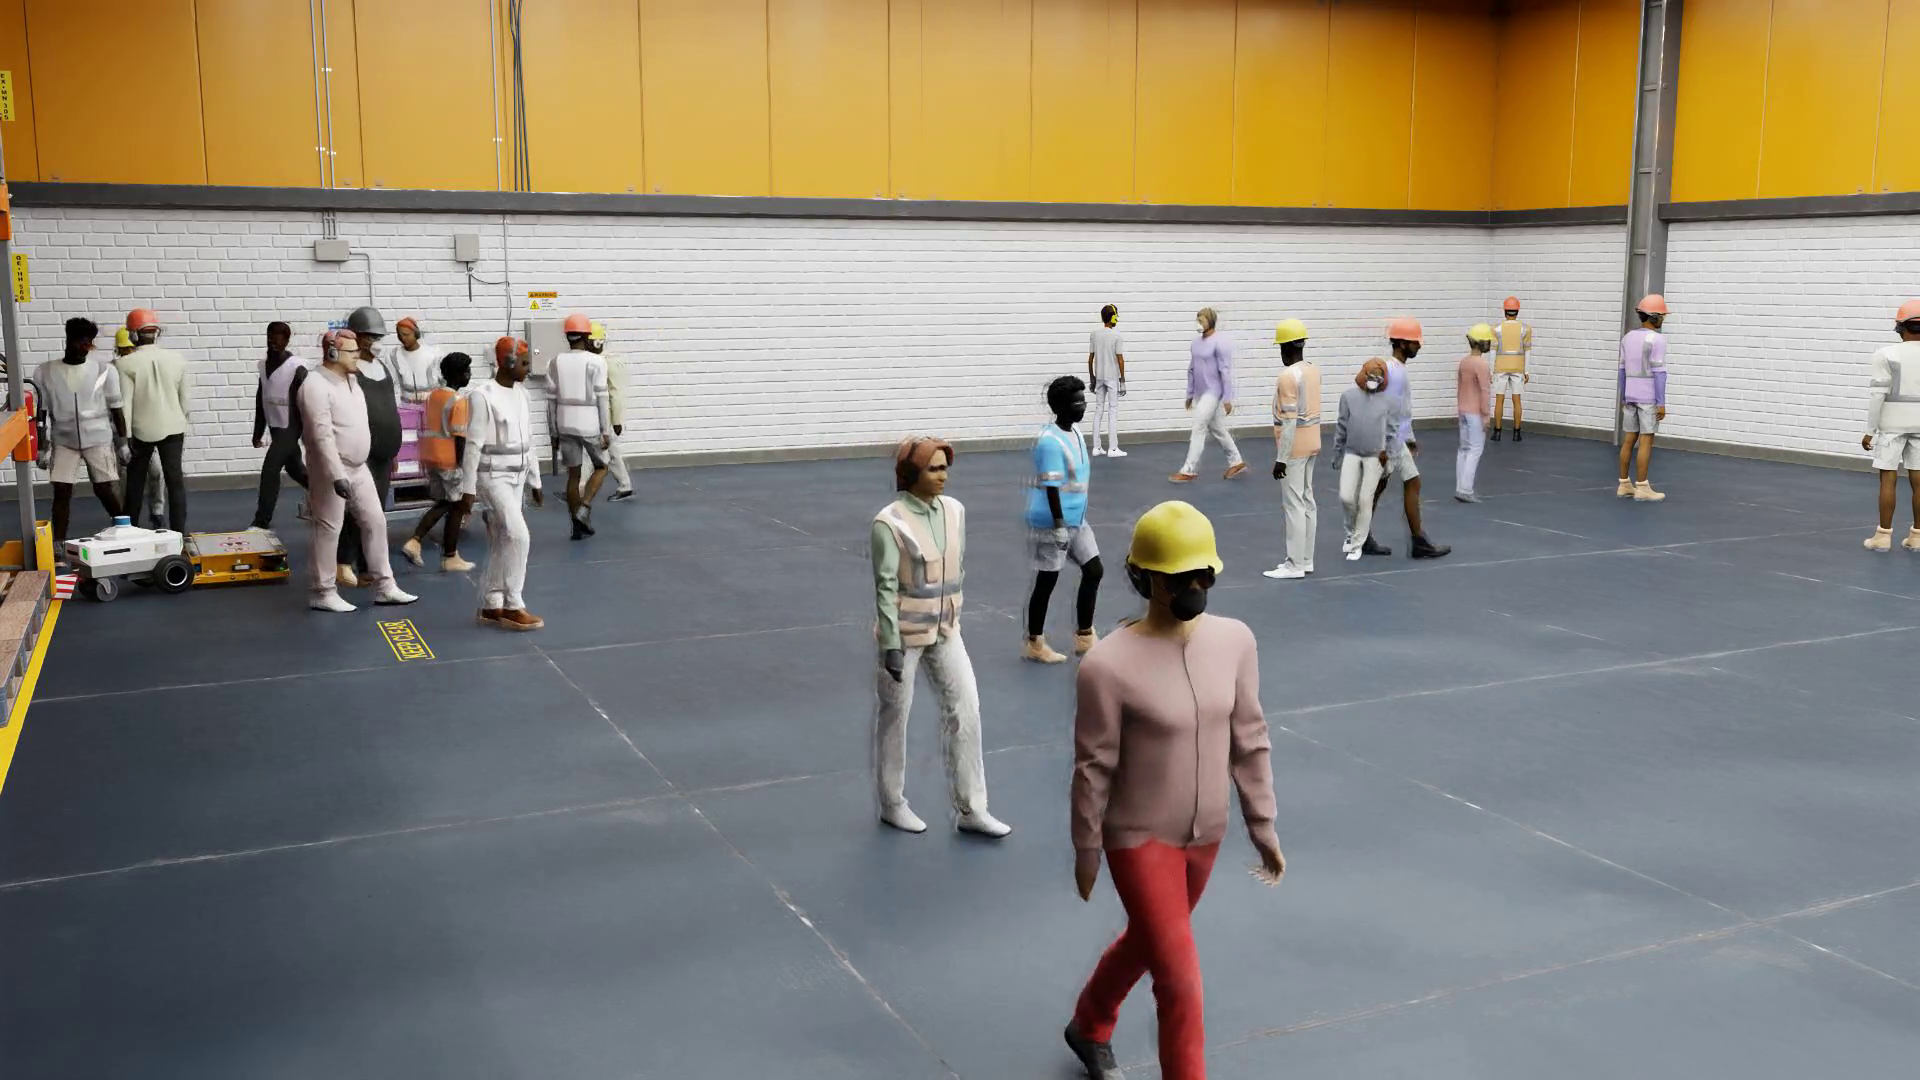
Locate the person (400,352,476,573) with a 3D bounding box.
[{"bbox_3d":[-3.890,-0.569,12.447,0.516,1.671,0.553,-9,13,-43],"label":"person"}]

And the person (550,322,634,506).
[{"bbox_3d":[-3.564,-1.218,16.141,0.951,1.782,0.607,-7,11,-36],"label":"person"}]

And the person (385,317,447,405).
[{"bbox_3d":[-5.430,-1.316,16.656,0.584,1.806,1.043,0,9,-1],"label":"person"}]

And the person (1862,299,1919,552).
[{"bbox_3d":[7.630,-0.916,13.459,0.615,2.041,0.384,1,9,4],"label":"person"}]

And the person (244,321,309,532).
[{"bbox_3d":[-5.800,-0.971,14.400,0.623,1.855,1.009,8,12,40],"label":"person"}]

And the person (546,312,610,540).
[{"bbox_3d":[-3.207,-0.956,14.066,0.556,1.921,0.411,2,9,12],"label":"person"}]

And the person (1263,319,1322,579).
[{"bbox_3d":[2.460,-0.667,12.291,0.383,1.922,0.587,6,11,32],"label":"person"}]

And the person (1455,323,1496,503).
[{"bbox_3d":[5.089,-1.250,16.402,0.319,1.769,0.533,-2,9,-10],"label":"person"}]

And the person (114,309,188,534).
[{"bbox_3d":[-6.678,-0.908,13.687,0.868,1.960,0.623,8,12,42],"label":"person"}]

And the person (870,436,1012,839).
[{"bbox_3d":[-0.084,0.404,6.563,0.704,1.611,0.546,9,13,43],"label":"person"}]

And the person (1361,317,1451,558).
[{"bbox_3d":[3.541,-0.797,13.151,0.852,1.903,0.556,1,9,7],"label":"person"}]

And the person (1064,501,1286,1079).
[{"bbox_3d":[0.501,0.729,4.266,0.521,1.717,0.934,-6,11,-33],"label":"person"}]

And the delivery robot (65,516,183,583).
[{"bbox_3d":[-5.838,0.075,11.623,0.477,0.478,0.707,8,12,40],"label":"delivery robot"}]

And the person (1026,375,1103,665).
[{"bbox_3d":[0.666,-0.098,9.514,0.633,1.673,0.547,4,10,24],"label":"person"}]

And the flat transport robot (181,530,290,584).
[{"bbox_3d":[-5.495,0.111,12.571,0.652,0.197,1.431,-5,10,-27],"label":"flat transport robot"}]

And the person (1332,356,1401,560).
[{"bbox_3d":[3.165,-0.638,13.052,0.549,1.609,0.340,5,11,30],"label":"person"}]

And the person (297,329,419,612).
[{"bbox_3d":[-4.002,-0.444,11.026,0.722,1.882,0.664,2,9,11],"label":"person"}]

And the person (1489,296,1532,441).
[{"bbox_3d":[7.359,-2.287,22.293,0.556,1.937,0.370,2,9,11],"label":"person"}]

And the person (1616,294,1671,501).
[{"bbox_3d":[6.808,-1.407,16.508,0.380,2.041,0.616,-2,9,-14],"label":"person"}]

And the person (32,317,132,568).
[{"bbox_3d":[-6.853,-0.778,12.986,0.678,1.932,0.726,-4,10,-23],"label":"person"}]

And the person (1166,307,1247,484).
[{"bbox_3d":[2.719,-1.562,17.945,1.012,1.900,0.647,-4,10,-21],"label":"person"}]

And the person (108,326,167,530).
[{"bbox_3d":[-7.184,-0.954,14.470,0.601,1.798,0.551,-7,12,-38],"label":"person"}]

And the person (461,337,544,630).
[{"bbox_3d":[-2.812,-0.350,10.535,0.684,1.851,0.623,3,10,19],"label":"person"}]

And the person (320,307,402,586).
[{"bbox_3d":[-4.223,-0.654,11.841,0.541,2.000,0.701,3,10,17],"label":"person"}]

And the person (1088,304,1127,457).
[{"bbox_3d":[1.818,-1.949,20.439,0.538,1.860,0.313,7,12,39],"label":"person"}]
